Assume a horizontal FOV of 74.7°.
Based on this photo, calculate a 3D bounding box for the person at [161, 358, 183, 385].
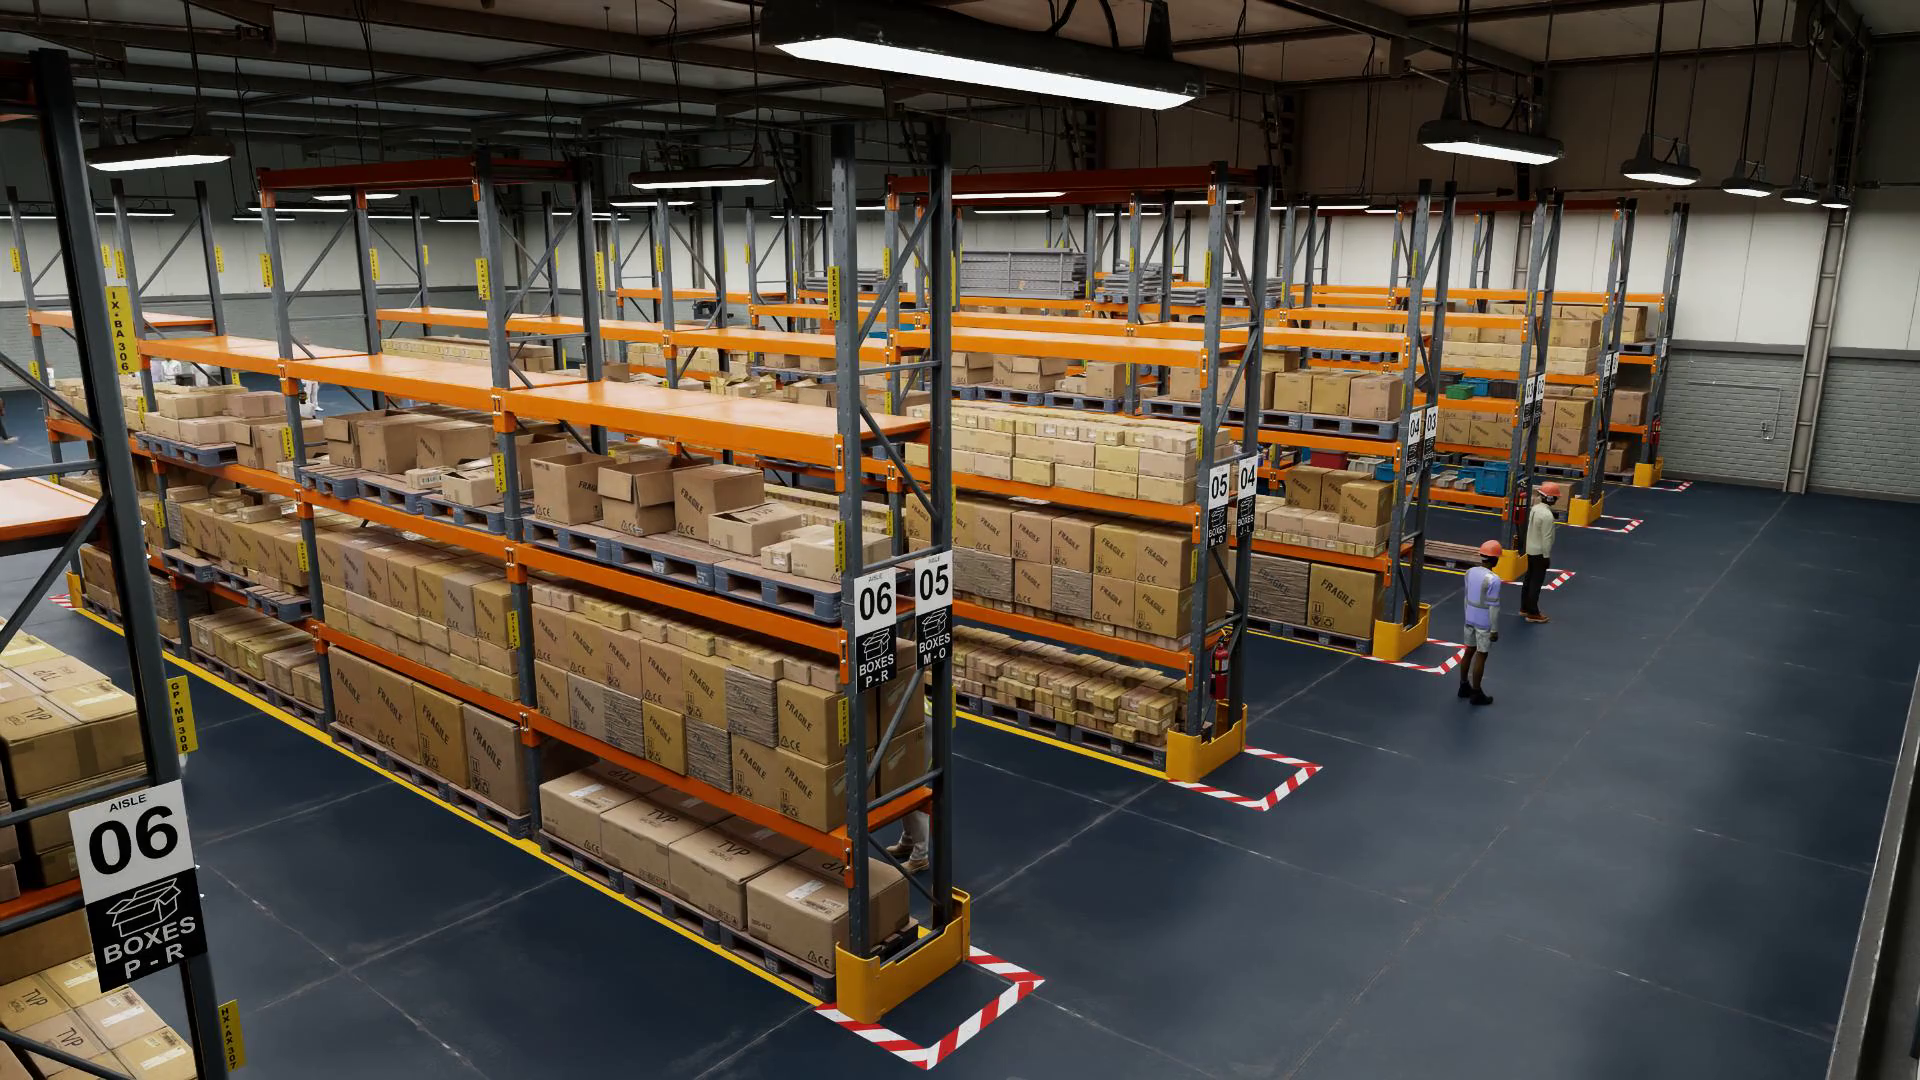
[{"bbox_3d":[-24.042,-4.828,38.435,0.615,1.942,0.409,0,14,0],"label":"person"}]

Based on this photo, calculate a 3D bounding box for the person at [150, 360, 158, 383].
[{"bbox_3d":[-24.990,-4.934,38.974,0.689,1.906,0.598,3,14,12],"label":"person"}]

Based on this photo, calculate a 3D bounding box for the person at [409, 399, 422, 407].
[{"bbox_3d":[-16.082,-4.398,37.064,0.518,1.757,0.338,0,14,0],"label":"person"}]

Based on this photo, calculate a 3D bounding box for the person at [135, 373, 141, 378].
[{"bbox_3d":[-24.310,-4.360,37.118,0.837,1.663,0.534,4,14,16],"label":"person"}]

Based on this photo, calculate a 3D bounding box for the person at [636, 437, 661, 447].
[{"bbox_3d":[-5.969,-1.355,24.376,0.579,1.850,0.935,-12,18,-40],"label":"person"}]

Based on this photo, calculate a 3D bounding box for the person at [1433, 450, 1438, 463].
[{"bbox_3d":[10.269,-2.112,27.550,0.599,1.811,0.746,-12,18,-41],"label":"person"}]

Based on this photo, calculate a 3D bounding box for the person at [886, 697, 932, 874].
[{"bbox_3d":[-0.450,1.938,10.818,0.429,1.842,0.635,-4,14,-18],"label":"person"}]

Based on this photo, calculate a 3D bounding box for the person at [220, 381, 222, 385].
[{"bbox_3d":[-20.185,-3.863,34.850,0.384,1.749,0.553,9,16,31],"label":"person"}]

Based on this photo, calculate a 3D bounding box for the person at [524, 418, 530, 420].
[{"bbox_3d":[-12.948,-4.365,37.048,0.540,1.695,0.317,5,14,19],"label":"person"}]

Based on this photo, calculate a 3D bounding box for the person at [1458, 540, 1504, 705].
[{"bbox_3d":[6.110,0.946,14.724,0.389,1.929,0.545,-4,14,-14],"label":"person"}]

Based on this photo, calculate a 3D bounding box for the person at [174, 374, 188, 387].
[{"bbox_3d":[-19.955,-3.326,32.353,0.628,1.896,0.463,2,14,7],"label":"person"}]

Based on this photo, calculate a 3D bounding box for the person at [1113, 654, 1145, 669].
[{"bbox_3d":[2.023,1.007,14.787,0.949,1.791,0.603,12,18,42],"label":"person"}]

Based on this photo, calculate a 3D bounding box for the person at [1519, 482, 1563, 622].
[{"bbox_3d":[8.230,0.161,17.833,0.407,1.987,0.614,1,14,6],"label":"person"}]

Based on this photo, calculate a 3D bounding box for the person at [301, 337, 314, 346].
[{"bbox_3d":[-22.684,-6.090,43.742,0.681,1.881,0.742,-2,14,-7],"label":"person"}]

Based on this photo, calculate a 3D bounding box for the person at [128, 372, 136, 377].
[{"bbox_3d":[-23.634,-4.080,36.012,0.285,1.631,0.501,11,18,39],"label":"person"}]

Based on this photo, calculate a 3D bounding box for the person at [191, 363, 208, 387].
[{"bbox_3d":[-23.030,-4.711,38.174,0.694,1.838,0.528,12,18,41],"label":"person"}]

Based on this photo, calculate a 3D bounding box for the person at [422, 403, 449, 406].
[{"bbox_3d":[-16.701,-5.110,39.839,1.014,1.823,0.593,-6,15,-22],"label":"person"}]

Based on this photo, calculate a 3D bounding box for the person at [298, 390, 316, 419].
[{"bbox_3d":[-15.226,-2.561,29.299,0.514,1.865,0.335,-7,15,-26],"label":"person"}]

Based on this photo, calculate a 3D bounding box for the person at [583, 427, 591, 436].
[{"bbox_3d":[-8.015,-2.223,27.649,0.515,1.975,0.647,2,14,6],"label":"person"}]

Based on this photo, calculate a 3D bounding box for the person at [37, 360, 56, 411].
[{"bbox_3d":[-28.085,-4.737,38.794,0.865,1.593,0.514,-3,14,-11],"label":"person"}]

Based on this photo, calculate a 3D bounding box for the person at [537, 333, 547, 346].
[{"bbox_3d":[-17.748,-8.421,53.502,0.472,1.804,0.538,8,16,29],"label":"person"}]

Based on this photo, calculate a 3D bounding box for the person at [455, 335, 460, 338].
[{"bbox_3d":[-17.829,-6.357,44.911,0.666,1.860,0.913,-12,18,-41],"label":"person"}]

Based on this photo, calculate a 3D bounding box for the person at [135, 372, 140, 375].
[{"bbox_3d":[-26.083,-5.167,39.984,0.687,1.886,0.370,4,14,16],"label":"person"}]

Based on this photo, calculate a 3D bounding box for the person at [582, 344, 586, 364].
[{"bbox_3d":[-13.222,-6.391,45.082,0.429,1.844,0.627,5,15,21],"label":"person"}]

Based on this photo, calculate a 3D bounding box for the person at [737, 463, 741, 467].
[{"bbox_3d":[-5.043,-2.239,27.864,0.569,1.906,0.727,2,14,9],"label":"person"}]

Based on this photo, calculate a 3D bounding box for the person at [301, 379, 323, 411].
[{"bbox_3d":[-20.047,-4.916,38.880,0.409,1.907,0.651,4,14,17],"label":"person"}]

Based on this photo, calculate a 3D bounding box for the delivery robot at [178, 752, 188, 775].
[{"bbox_3d":[-7.962,2.207,12.288,0.477,0.478,0.707,11,17,37],"label":"delivery robot"}]

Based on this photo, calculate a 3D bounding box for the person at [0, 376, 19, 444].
[{"bbox_3d":[-24.956,-3.410,32.493,0.710,2.000,1.018,8,16,31],"label":"person"}]

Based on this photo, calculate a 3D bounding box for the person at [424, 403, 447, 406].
[{"bbox_3d":[-13.483,-3.232,32.318,0.533,1.735,0.831,-1,14,-3],"label":"person"}]

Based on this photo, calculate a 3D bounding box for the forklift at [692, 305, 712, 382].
[{"bbox_3d":[-9.511,-7.392,47.124,1.873,2.768,1.129,11,17,38],"label":"forklift"}]

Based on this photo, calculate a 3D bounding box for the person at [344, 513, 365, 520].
[{"bbox_3d":[-11.415,-1.176,23.629,0.619,1.845,0.430,-2,14,-10],"label":"person"}]
